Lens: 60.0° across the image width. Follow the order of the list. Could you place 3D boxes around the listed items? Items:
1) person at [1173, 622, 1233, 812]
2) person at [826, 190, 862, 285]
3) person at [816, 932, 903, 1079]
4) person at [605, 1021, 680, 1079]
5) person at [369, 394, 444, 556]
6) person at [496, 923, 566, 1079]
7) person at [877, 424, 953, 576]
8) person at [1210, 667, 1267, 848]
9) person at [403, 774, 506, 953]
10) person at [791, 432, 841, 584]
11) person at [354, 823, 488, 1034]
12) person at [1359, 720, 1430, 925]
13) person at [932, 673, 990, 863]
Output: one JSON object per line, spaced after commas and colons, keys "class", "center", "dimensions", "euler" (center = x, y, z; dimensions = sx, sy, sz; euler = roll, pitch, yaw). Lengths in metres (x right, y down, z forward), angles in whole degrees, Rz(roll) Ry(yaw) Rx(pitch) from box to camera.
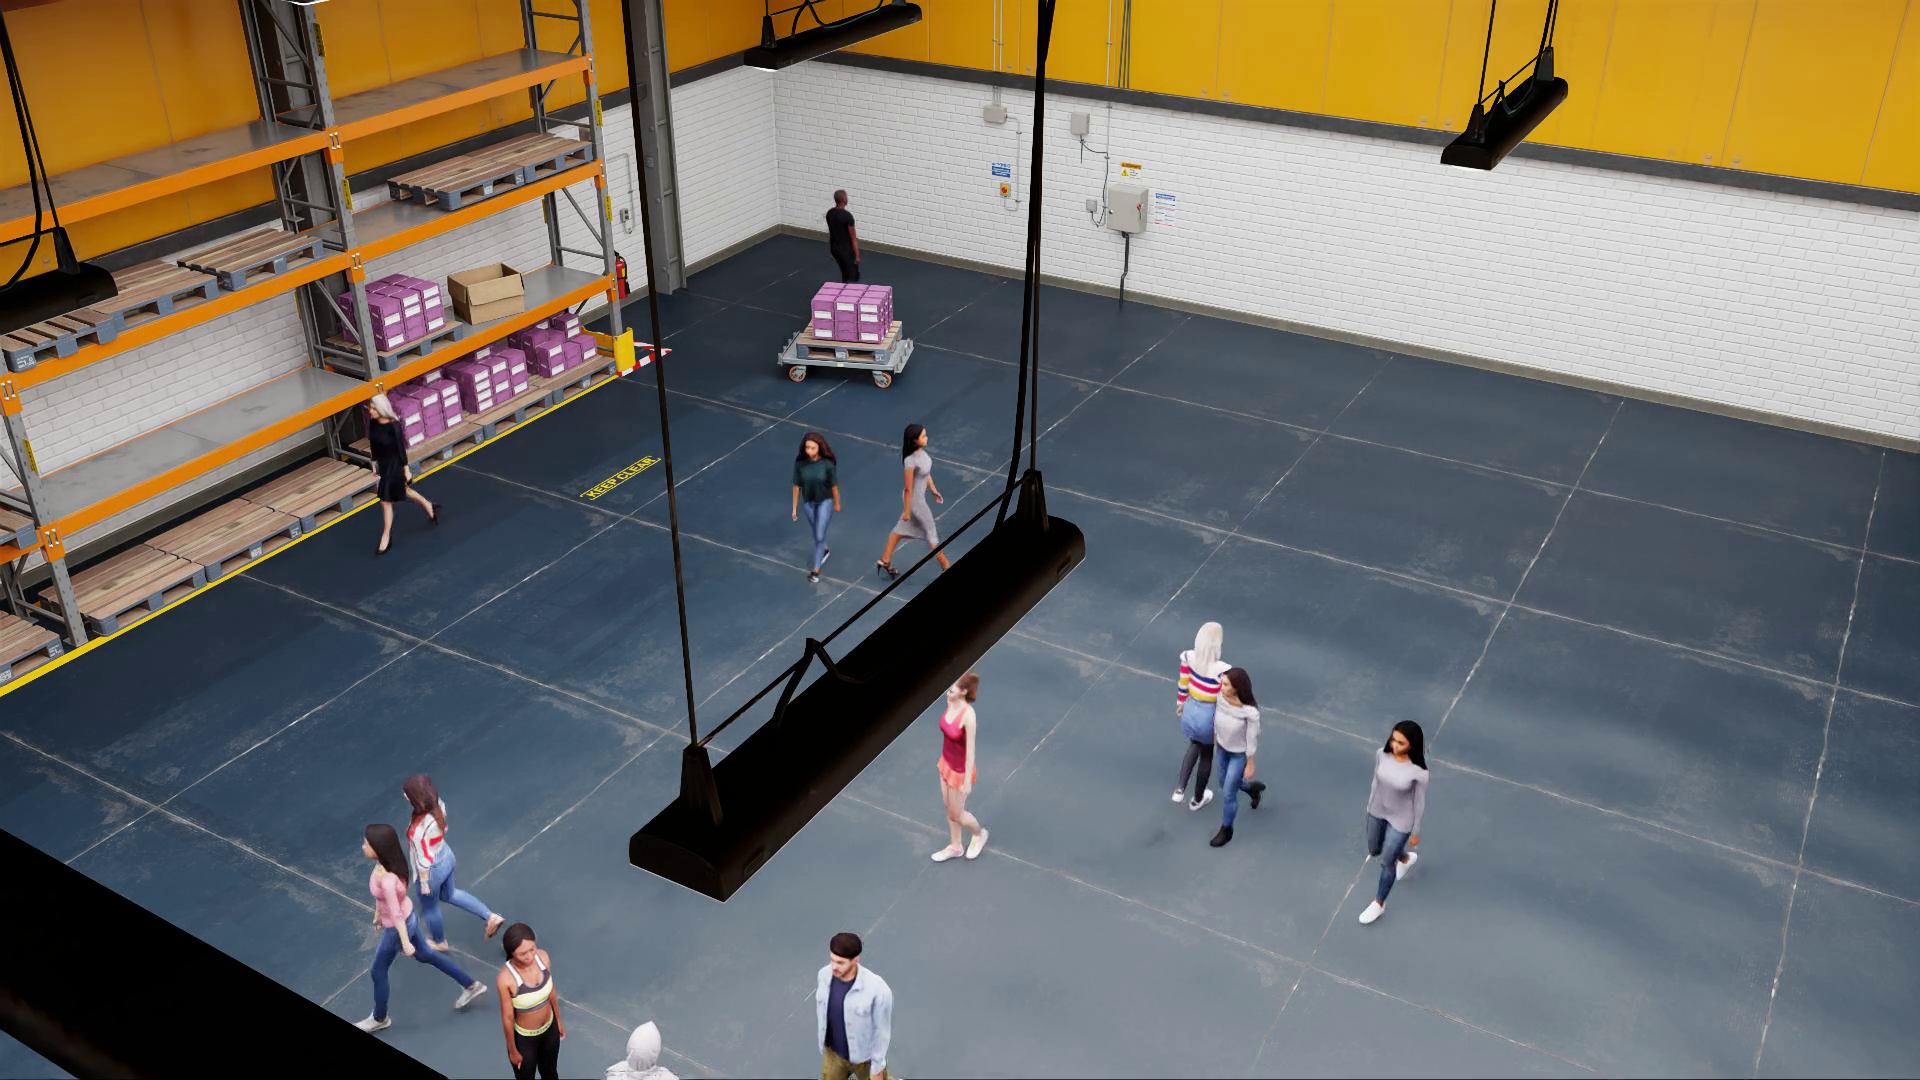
{"class": "person", "center": [1.907, 1.463, 13.393], "dimensions": [0.719, 1.798, 0.778], "euler": [22, 35, 34]}
{"class": "person", "center": [-1.664, -4.008, 23.415], "dimensions": [1.076, 1.804, 0.872], "euler": [-25, 37, -37]}
{"class": "person", "center": [-0.604, 3.137, 10.347], "dimensions": [0.726, 1.775, 1.172], "euler": [13, 31, 22]}
{"class": "person", "center": [-1.828, 3.548, 9.615], "dimensions": [0.885, 1.755, 1.135], "euler": [4, 29, 8]}
{"class": "person", "center": [-5.916, -0.747, 17.542], "dimensions": [0.598, 1.704, 1.132], "euler": [18, 33, 29]}
{"class": "person", "center": [-2.688, 3.099, 10.439], "dimensions": [0.648, 1.755, 0.497], "euler": [21, 35, 34]}
{"class": "person", "center": [-0.547, -0.349, 16.789], "dimensions": [0.985, 1.726, 1.159], "euler": [2, 29, 4]}
{"class": "person", "center": [2.235, 1.673, 13.198], "dimensions": [0.992, 1.616, 0.842], "euler": [-19, 34, -31]}
{"class": "person", "center": [-3.697, 2.350, 11.979], "dimensions": [0.904, 1.595, 0.946], "euler": [1, 29, 3]}
{"class": "person", "center": [-1.439, -0.407, 17.054], "dimensions": [0.817, 1.575, 1.130], "euler": [7, 29, 13]}
{"class": "person", "center": [-3.743, 2.622, 11.367], "dimensions": [1.154, 1.703, 1.082], "euler": [-8, 30, -14]}
{"class": "person", "center": [3.295, 2.042, 12.419], "dimensions": [1.025, 1.714, 0.834], "euler": [-21, 35, -34]}
{"class": "person", "center": [0.006, 1.756, 12.910], "dimensions": [0.827, 1.745, 0.748], "euler": [-14, 32, -24]}
